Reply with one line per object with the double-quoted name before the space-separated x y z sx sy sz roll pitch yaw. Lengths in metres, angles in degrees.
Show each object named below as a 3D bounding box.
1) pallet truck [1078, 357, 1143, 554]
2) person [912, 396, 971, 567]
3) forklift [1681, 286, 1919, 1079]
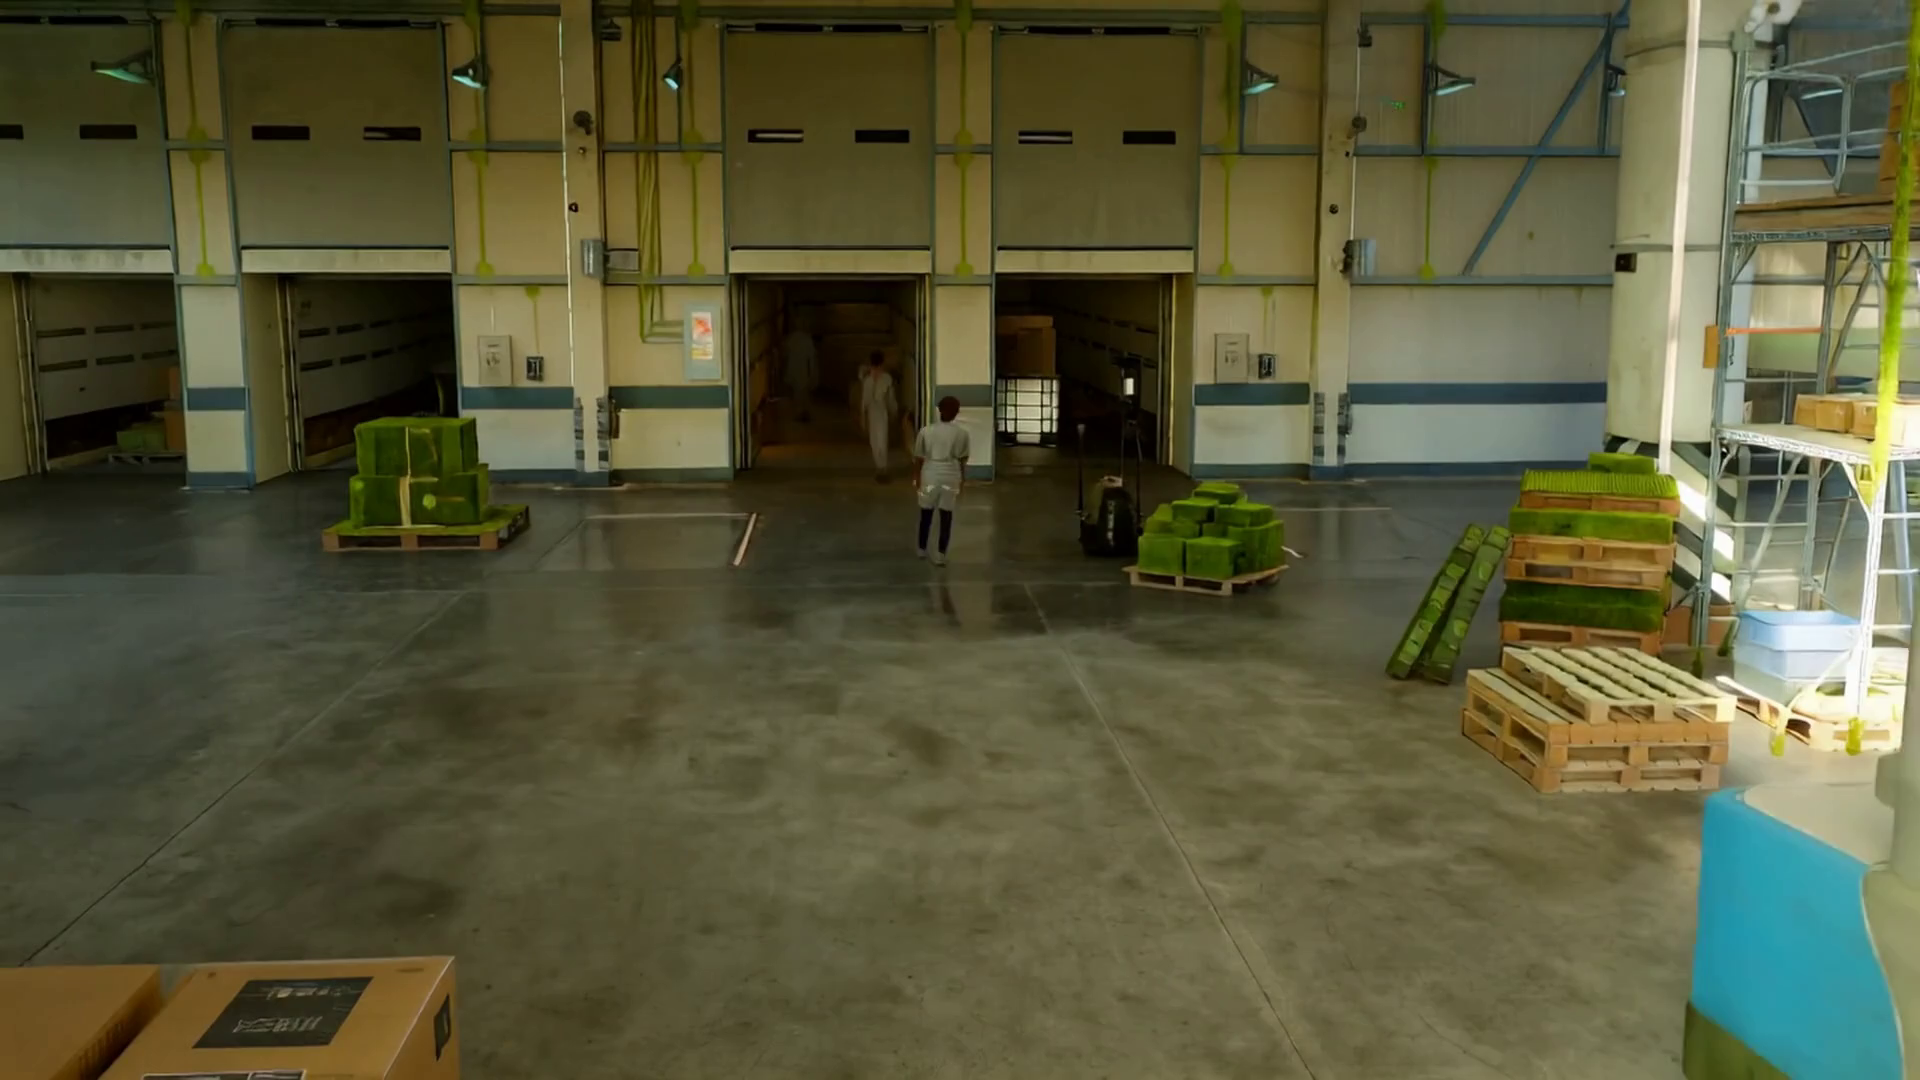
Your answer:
"pallet truck" 2.088 -0.836 16.757 1.885 1.965 0.823 2 9 13
"person" -0.180 -0.572 16.189 0.568 1.646 0.602 1 9 9
"forklift" 3.157 0.631 4.787 1.129 2.768 1.873 -2 9 -10
